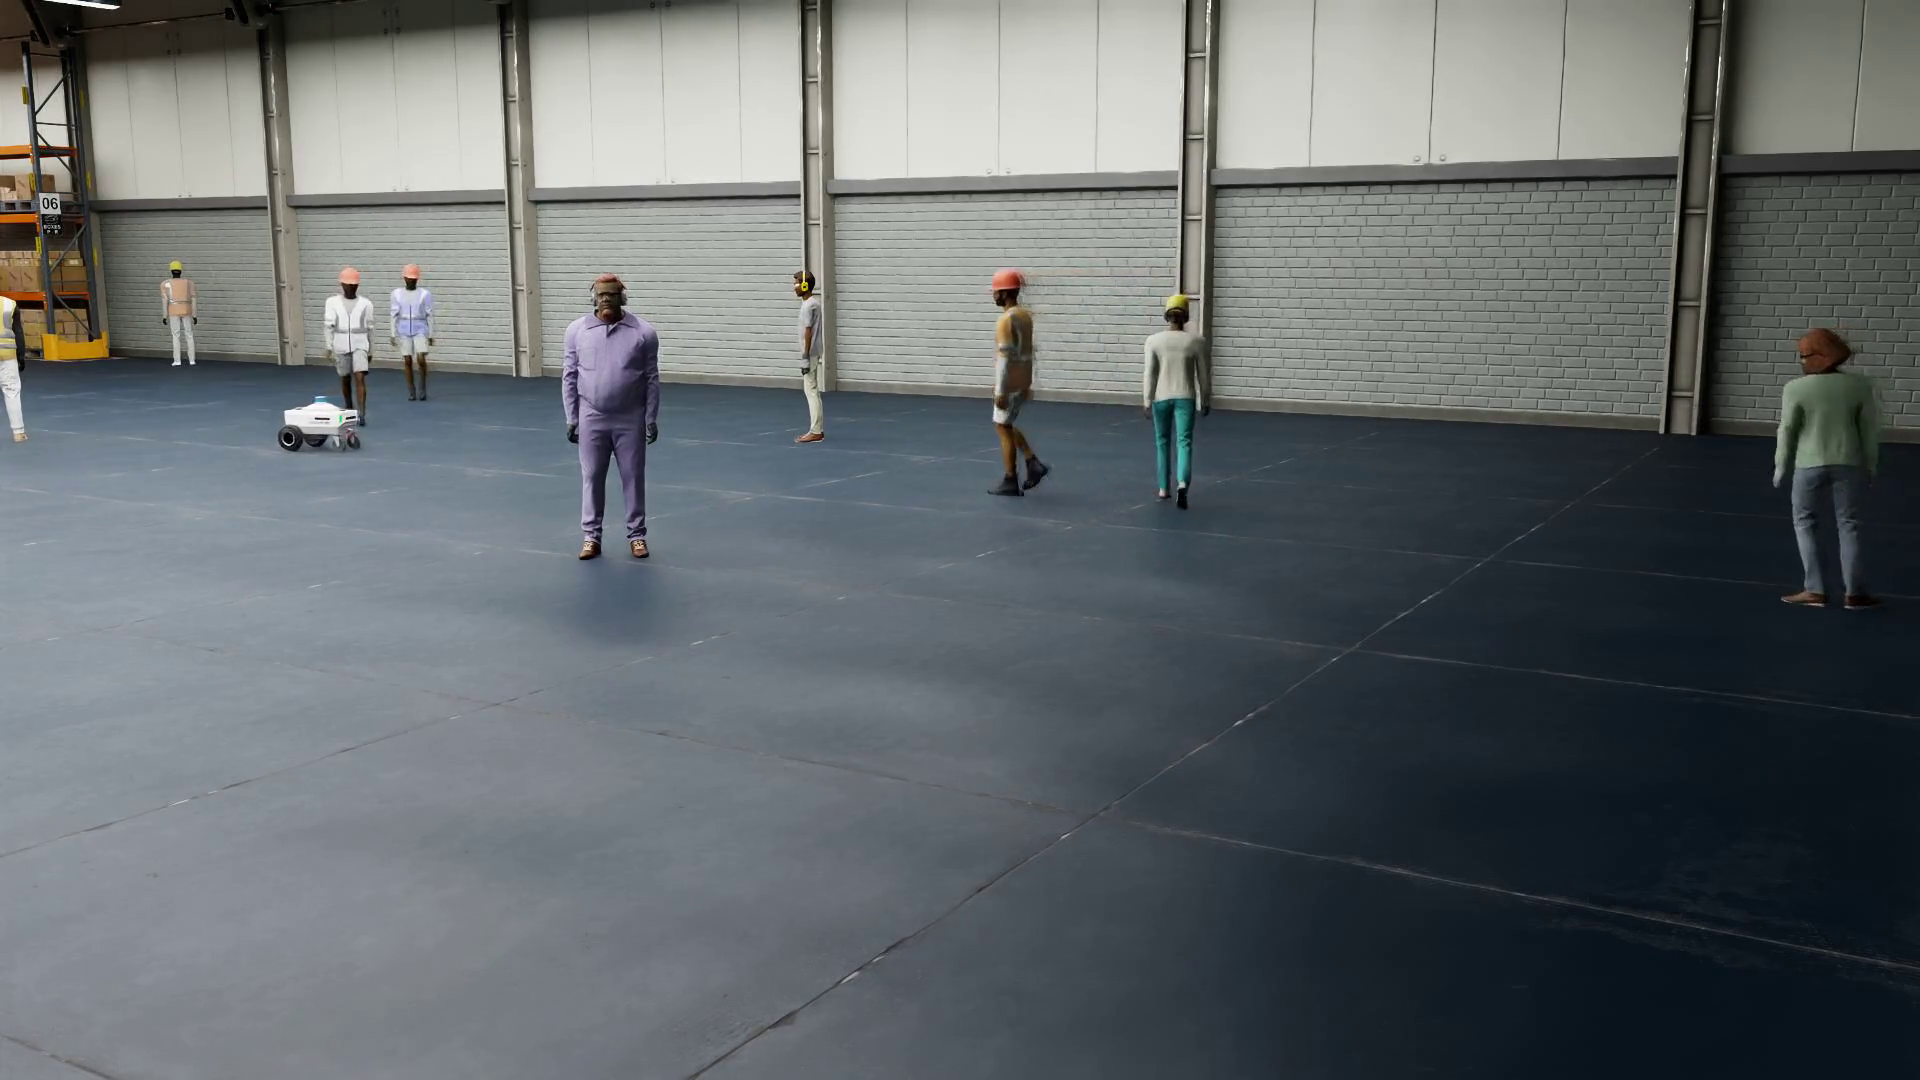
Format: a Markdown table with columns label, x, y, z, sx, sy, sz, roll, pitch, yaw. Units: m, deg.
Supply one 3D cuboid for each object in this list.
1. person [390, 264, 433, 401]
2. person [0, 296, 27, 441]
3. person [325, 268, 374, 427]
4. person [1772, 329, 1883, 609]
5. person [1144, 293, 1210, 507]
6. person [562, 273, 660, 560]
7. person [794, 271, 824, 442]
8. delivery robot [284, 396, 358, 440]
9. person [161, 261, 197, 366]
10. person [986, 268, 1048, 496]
| label | x | y | z | sx | sy | sz | roll | pitch | yaw |
| --- | --- | --- | --- | --- | --- | --- | --- | --- | --- |
| person | -7.650 | -2.883 | 23.194 | 0.571 | 1.909 | 0.633 | -2 | 10 | -12 |
| person | -10.504 | -1.974 | 18.080 | 0.621 | 1.845 | 0.429 | -5 | 11 | -29 |
| person | -7.332 | -2.331 | 20.048 | 0.541 | 1.900 | 0.990 | -3 | 10 | -15 |
| person | 5.038 | -0.406 | 9.590 | 0.637 | 1.611 | 0.310 | 1 | 10 | 6 |
| person | 1.768 | -1.144 | 13.578 | 0.539 | 1.731 | 0.848 | 1 | 10 | 9 |
| person | -2.330 | -0.820 | 11.137 | 0.642 | 1.908 | 0.408 | -2 | 10 | -10 |
| person | -1.650 | -1.996 | 18.162 | 0.311 | 1.863 | 0.509 | 0 | 10 | 0 |
| delivery robot | -6.665 | -1.255 | 17.357 | 0.707 | 0.478 | 0.477 | 2 | 10 | 13 |
| person | -14.412 | -4.173 | 30.706 | 0.594 | 1.925 | 0.377 | -7 | 12 | -37 |
| person | 0.437 | -1.318 | 13.992 | 0.447 | 1.921 | 0.575 | 4 | 11 | 24 |
